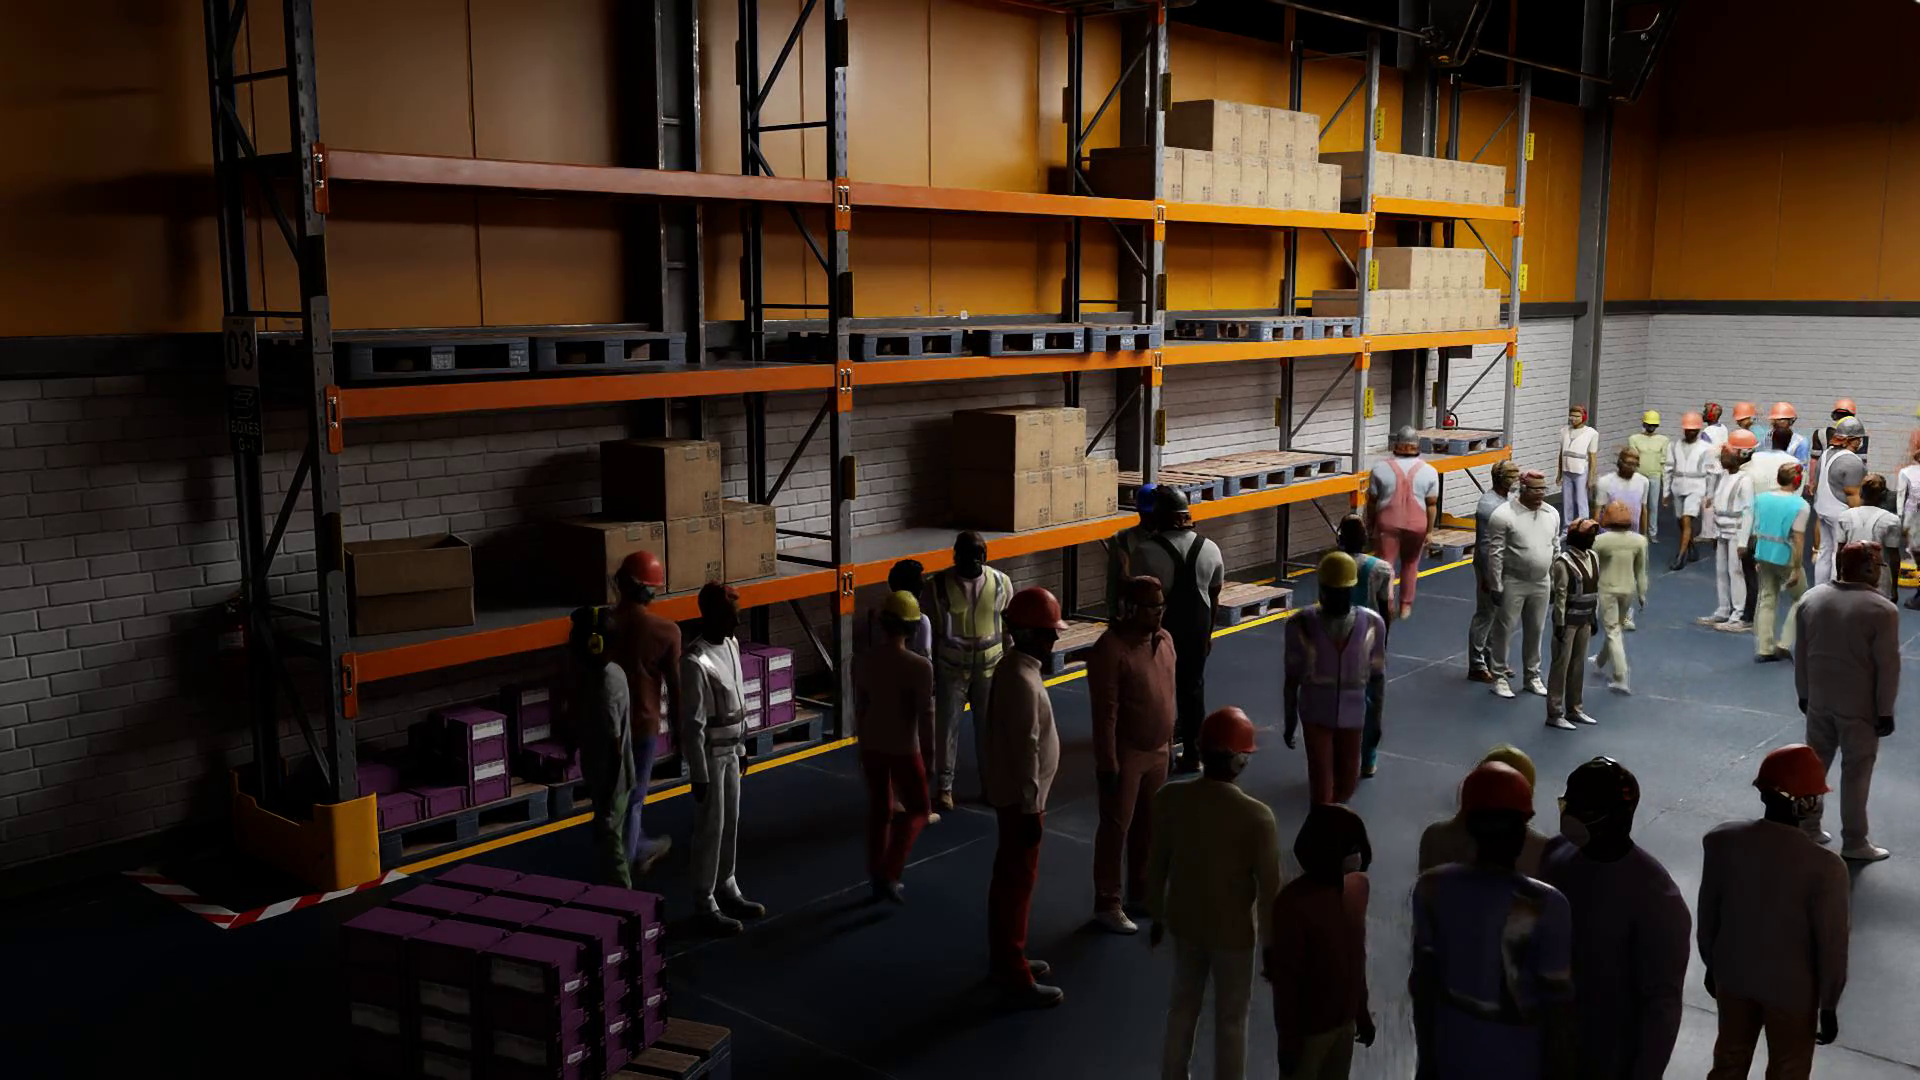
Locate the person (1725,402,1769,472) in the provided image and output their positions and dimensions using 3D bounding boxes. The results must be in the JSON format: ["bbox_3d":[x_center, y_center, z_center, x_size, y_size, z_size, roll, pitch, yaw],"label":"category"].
[{"bbox_3d":[9.692,-0.718,20.445,0.493,1.963,0.651,-3,9,-21],"label":"person"}]

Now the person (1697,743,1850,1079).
[{"bbox_3d":[3.002,1.606,6.142,0.341,1.752,0.563,-5,10,-31],"label":"person"}]

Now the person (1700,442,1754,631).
[{"bbox_3d":[7.600,-0.044,16.367,0.345,1.881,0.595,0,9,2],"label":"person"}]

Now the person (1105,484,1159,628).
[{"bbox_3d":[1.378,0.548,12.340,0.602,1.948,0.385,0,9,-3],"label":"person"}]

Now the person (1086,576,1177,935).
[{"bbox_3d":[0.944,1.121,8.814,0.396,1.899,0.649,8,12,44],"label":"person"}]

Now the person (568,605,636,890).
[{"bbox_3d":[-1.752,1.238,8.139,0.330,1.874,0.518,-2,9,-12],"label":"person"}]

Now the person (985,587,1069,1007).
[{"bbox_3d":[0.314,1.206,7.951,0.392,1.990,0.614,-1,9,-5],"label":"person"}]

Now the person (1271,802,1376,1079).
[{"bbox_3d":[1.276,1.711,5.846,0.498,1.634,0.278,-8,12,-41],"label":"person"}]

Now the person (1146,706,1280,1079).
[{"bbox_3d":[1.030,1.528,6.670,0.577,1.752,0.354,7,11,39],"label":"person"}]

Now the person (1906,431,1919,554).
[{"bbox_3d":[12.202,-0.737,20.808,0.646,1.898,0.398,-2,9,-15],"label":"person"}]

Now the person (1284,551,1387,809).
[{"bbox_3d":[2.160,0.987,9.659,0.591,1.907,0.744,0,9,1],"label":"person"}]

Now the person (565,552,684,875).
[{"bbox_3d":[-1.836,1.041,9.201,0.654,1.927,1.050,2,9,13],"label":"person"}]

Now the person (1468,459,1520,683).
[{"bbox_3d":[4.594,0.261,14.274,0.367,1.932,0.622,6,11,36],"label":"person"}]

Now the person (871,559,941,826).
[{"bbox_3d":[-0.344,0.959,10.499,0.315,1.695,0.541,-7,11,-40],"label":"person"}]

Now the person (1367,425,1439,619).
[{"bbox_3d":[4.448,-0.179,16.734,0.685,2.000,0.806,2,9,12],"label":"person"}]

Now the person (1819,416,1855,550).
[{"bbox_3d":[9.954,-0.444,18.840,0.406,1.919,0.587,4,10,26],"label":"person"}]

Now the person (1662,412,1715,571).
[{"bbox_3d":[8.790,-0.611,20.020,0.537,1.889,0.960,8,12,40],"label":"person"}]

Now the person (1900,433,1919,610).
[{"bbox_3d":[10.023,-0.218,17.352,0.561,1.919,0.499,-6,11,-33],"label":"person"}]

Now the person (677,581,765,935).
[{"bbox_3d":[-1.276,1.142,8.752,0.373,1.879,0.585,2,9,14],"label":"person"}]

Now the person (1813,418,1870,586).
[{"bbox_3d":[9.177,-0.255,17.224,0.539,2.000,0.688,0,9,-1],"label":"person"}]

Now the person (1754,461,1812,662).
[{"bbox_3d":[7.402,0.202,14.949,0.506,1.828,0.581,-4,10,-24],"label":"person"}]

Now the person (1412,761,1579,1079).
[{"bbox_3d":[1.638,1.675,5.261,0.675,1.891,0.614,-6,11,-35],"label":"person"}]

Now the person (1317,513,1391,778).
[{"bbox_3d":[2.702,0.734,11.492,0.504,1.840,0.345,0,9,3],"label":"person"}]

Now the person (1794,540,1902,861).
[{"bbox_3d":[5.308,0.944,9.935,0.399,1.905,0.643,-4,10,-25],"label":"person"}]

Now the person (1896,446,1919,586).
[{"bbox_3d":[10.821,-0.279,18.693,0.538,1.620,0.366,6,10,32],"label":"person"}]

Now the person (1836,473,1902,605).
[{"bbox_3d":[7.562,0.363,13.868,0.346,1.846,0.507,-8,12,-40],"label":"person"}]

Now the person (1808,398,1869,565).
[{"bbox_3d":[10.587,-0.691,20.079,0.612,2.031,0.403,5,10,29],"label":"person"}]

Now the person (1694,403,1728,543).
[{"bbox_3d":[9.862,-0.877,21.848,0.389,1.850,0.567,8,12,43],"label":"person"}]

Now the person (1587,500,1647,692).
[{"bbox_3d":[5.517,0.454,14.107,0.515,1.575,0.899,-1,9,-7],"label":"person"}]

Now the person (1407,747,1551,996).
[{"bbox_3d":[1.984,1.583,6.346,0.536,1.731,0.730,2,9,15],"label":"person"}]

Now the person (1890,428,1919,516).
[{"bbox_3d":[12.399,-0.834,21.499,0.976,1.874,0.586,1,9,9],"label":"person"}]

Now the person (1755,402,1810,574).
[{"bbox_3d":[9.491,-0.580,19.309,0.376,2.044,0.607,-6,11,-33],"label":"person"}]

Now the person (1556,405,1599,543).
[{"bbox_3d":[8.059,-0.849,21.719,0.394,1.836,0.561,-5,10,-30],"label":"person"}]

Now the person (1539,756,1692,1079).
[{"bbox_3d":[2.025,1.638,5.344,0.373,1.940,0.628,-3,9,-19],"label":"person"}]

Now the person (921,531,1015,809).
[{"bbox_3d":[0.056,0.843,10.826,0.629,1.837,0.430,-2,9,-11],"label":"person"}]

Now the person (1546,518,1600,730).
[{"bbox_3d":[4.722,0.637,12.787,0.516,1.632,0.314,-7,11,-36],"label":"person"}]

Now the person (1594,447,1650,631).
[{"bbox_3d":[6.536,-0.009,16.386,0.562,1.802,0.817,1,9,5],"label":"person"}]

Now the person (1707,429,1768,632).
[{"bbox_3d":[7.662,-0.095,16.345,0.392,1.991,0.612,-1,9,-6],"label":"person"}]

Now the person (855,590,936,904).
[{"bbox_3d":[-0.362,1.147,9.108,0.558,1.748,0.451,5,10,31],"label":"person"}]

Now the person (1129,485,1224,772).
[{"bbox_3d":[1.460,0.618,11.594,0.681,2.000,0.535,-3,9,-16],"label":"person"}]

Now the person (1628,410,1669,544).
[{"bbox_3d":[9.001,-0.823,21.797,0.527,1.762,0.339,3,9,16],"label":"person"}]

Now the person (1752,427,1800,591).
[{"bbox_3d":[8.848,-0.317,18.241,1.040,1.855,0.656,-6,11,-36],"label":"person"}]

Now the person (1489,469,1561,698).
[{"bbox_3d":[4.671,0.360,13.728,0.646,1.900,0.400,-2,9,-13],"label":"person"}]
